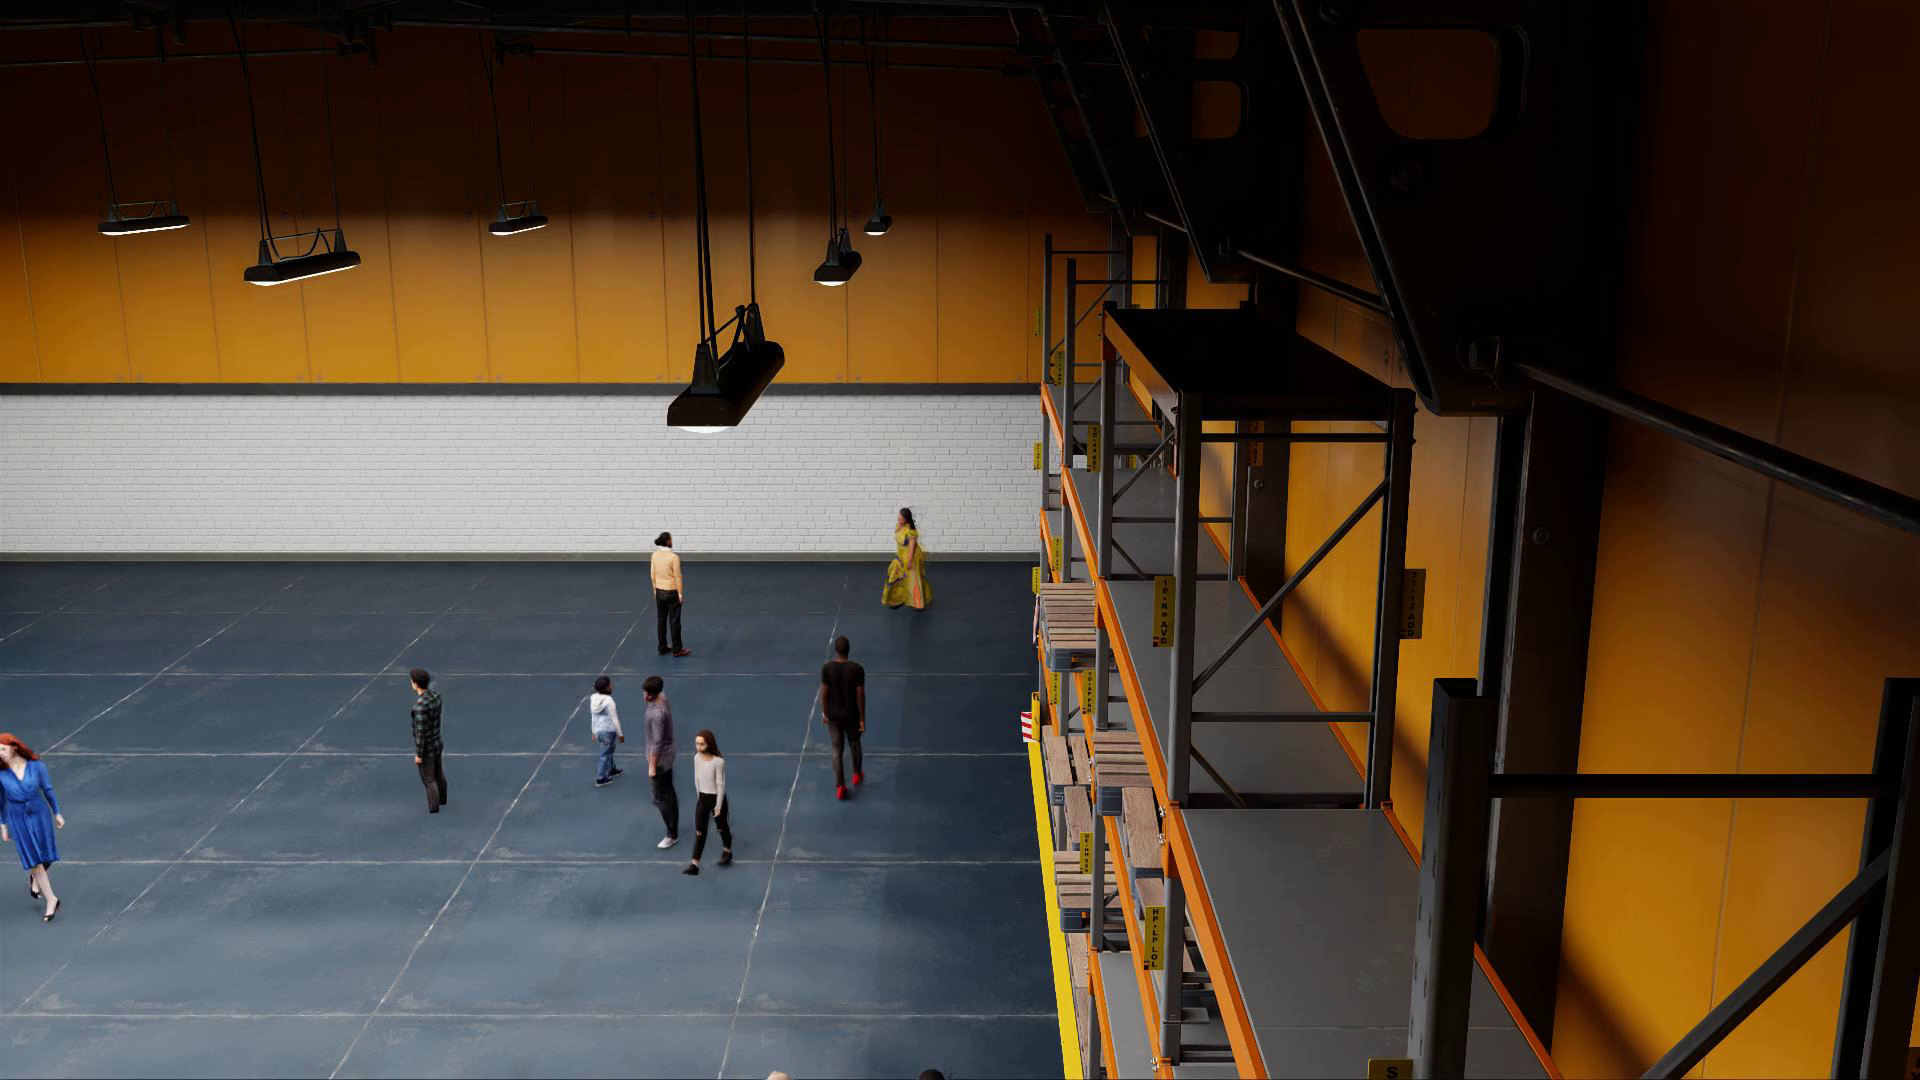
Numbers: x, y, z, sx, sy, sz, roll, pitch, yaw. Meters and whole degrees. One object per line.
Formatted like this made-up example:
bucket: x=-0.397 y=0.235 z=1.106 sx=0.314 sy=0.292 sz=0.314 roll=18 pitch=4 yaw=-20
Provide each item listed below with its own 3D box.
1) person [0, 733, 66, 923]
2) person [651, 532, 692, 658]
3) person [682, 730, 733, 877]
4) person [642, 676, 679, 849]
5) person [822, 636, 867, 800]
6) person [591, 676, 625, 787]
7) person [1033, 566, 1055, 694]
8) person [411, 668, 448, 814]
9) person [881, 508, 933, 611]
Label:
person: x=-8.571 y=2.629 z=15.320 sx=0.895 sy=1.791 sz=0.975 roll=-12 pitch=18 yaw=-41
person: x=-4.068 y=0.751 z=23.160 sx=0.755 sy=1.752 sz=0.769 roll=8 pitch=16 yaw=30
person: x=-2.390 y=2.556 z=16.365 sx=0.795 sy=1.441 sz=1.046 roll=6 pitch=15 yaw=22
person: x=-3.028 y=2.199 z=17.054 sx=0.897 sy=1.812 sz=0.471 roll=2 pitch=14 yaw=9
person: x=-1.287 y=1.954 z=18.125 sx=0.672 sy=1.783 sz=0.906 roll=1 pitch=14 yaw=3
person: x=-4.001 y=2.139 z=18.510 sx=0.675 sy=1.242 sz=0.752 roll=11 pitch=17 yaw=37
person: x=1.170 y=1.178 z=21.428 sx=0.668 sy=1.738 sz=0.695 roll=9 pitch=16 yaw=33
person: x=-5.708 y=2.190 z=17.831 sx=0.738 sy=1.710 sz=0.513 roll=1 pitch=14 yaw=6
person: x=-0.740 y=0.293 z=25.340 sx=1.170 sy=1.616 sz=1.158 roll=-8 pitch=16 yaw=-31
